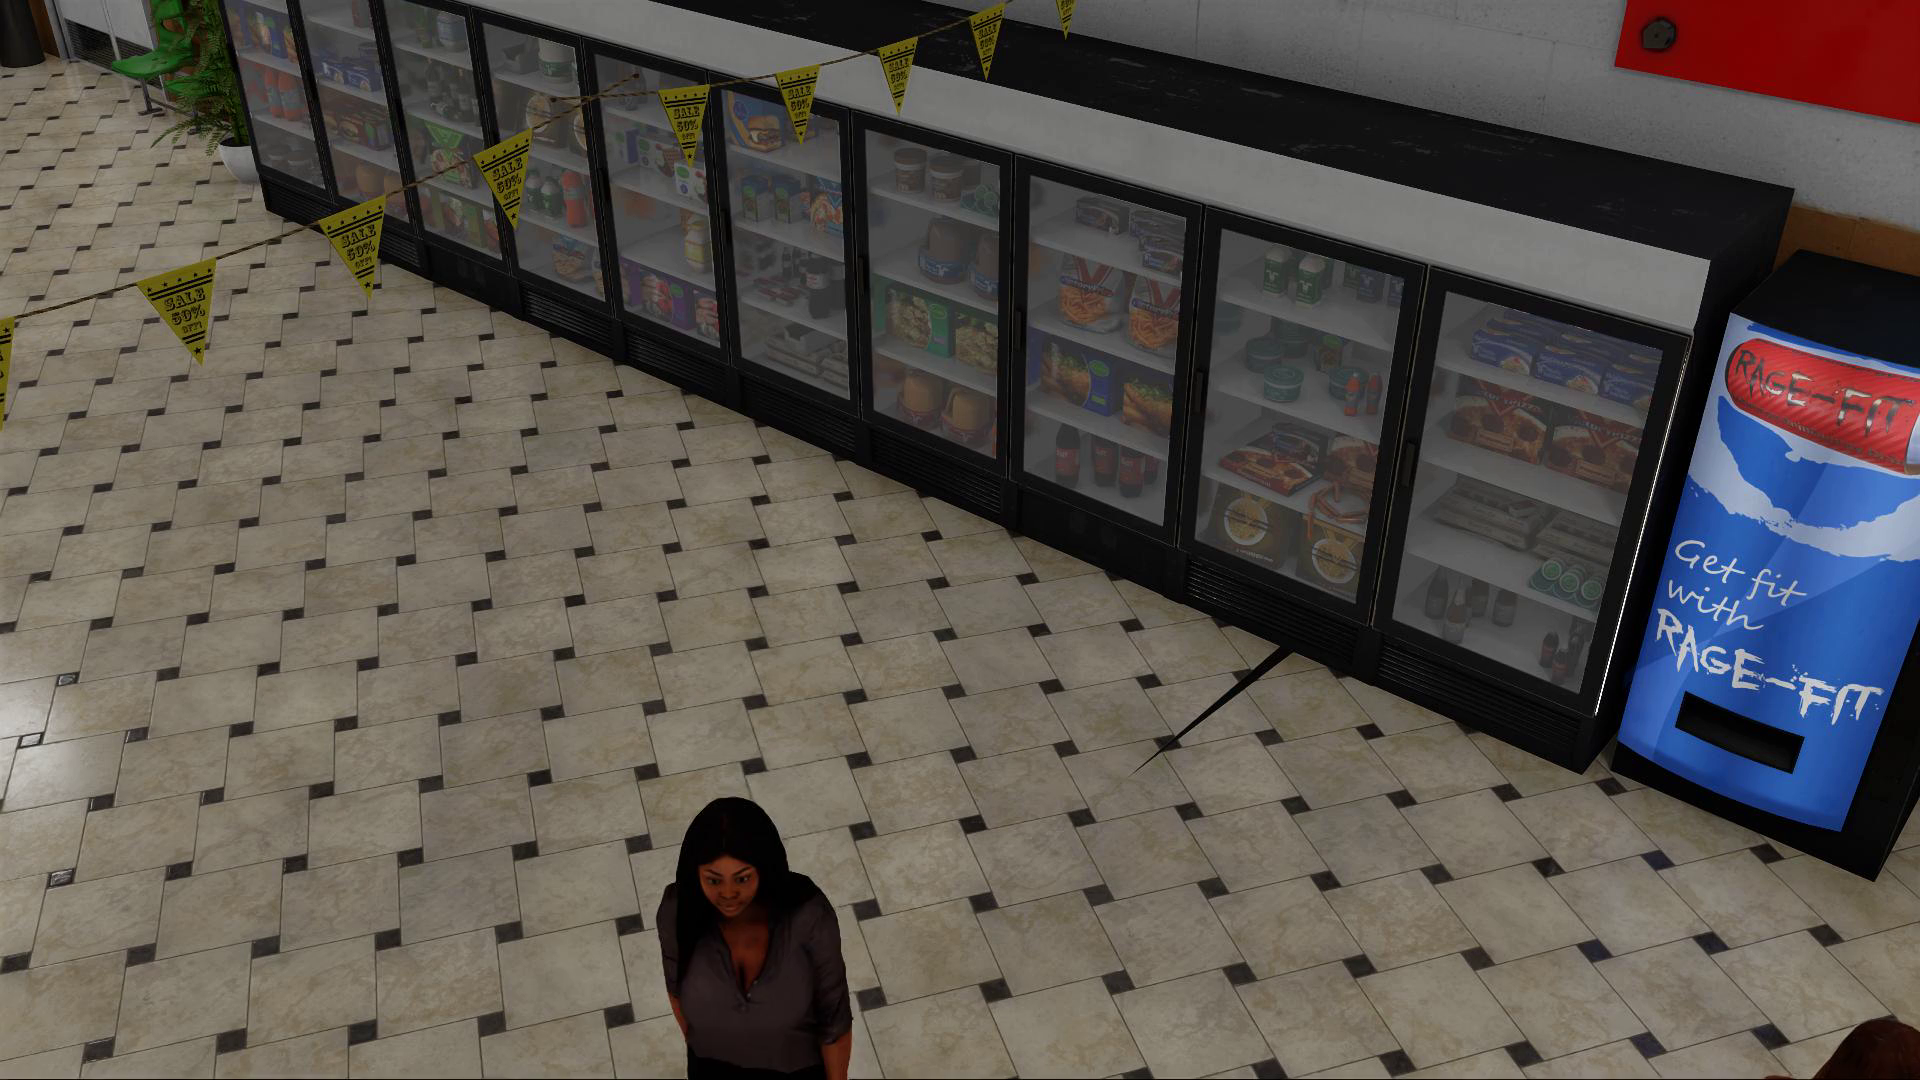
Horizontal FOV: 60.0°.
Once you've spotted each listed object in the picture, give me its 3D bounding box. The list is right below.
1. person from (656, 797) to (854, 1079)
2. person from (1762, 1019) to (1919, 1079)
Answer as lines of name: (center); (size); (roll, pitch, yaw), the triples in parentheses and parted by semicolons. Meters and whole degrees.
person: (-0.519, 1.377, 4.601); (1.129, 1.799, 1.220); (-1, 32, -2)
person: (1.966, 1.798, 3.998); (0.696, 1.722, 0.690); (-15, 35, -22)
